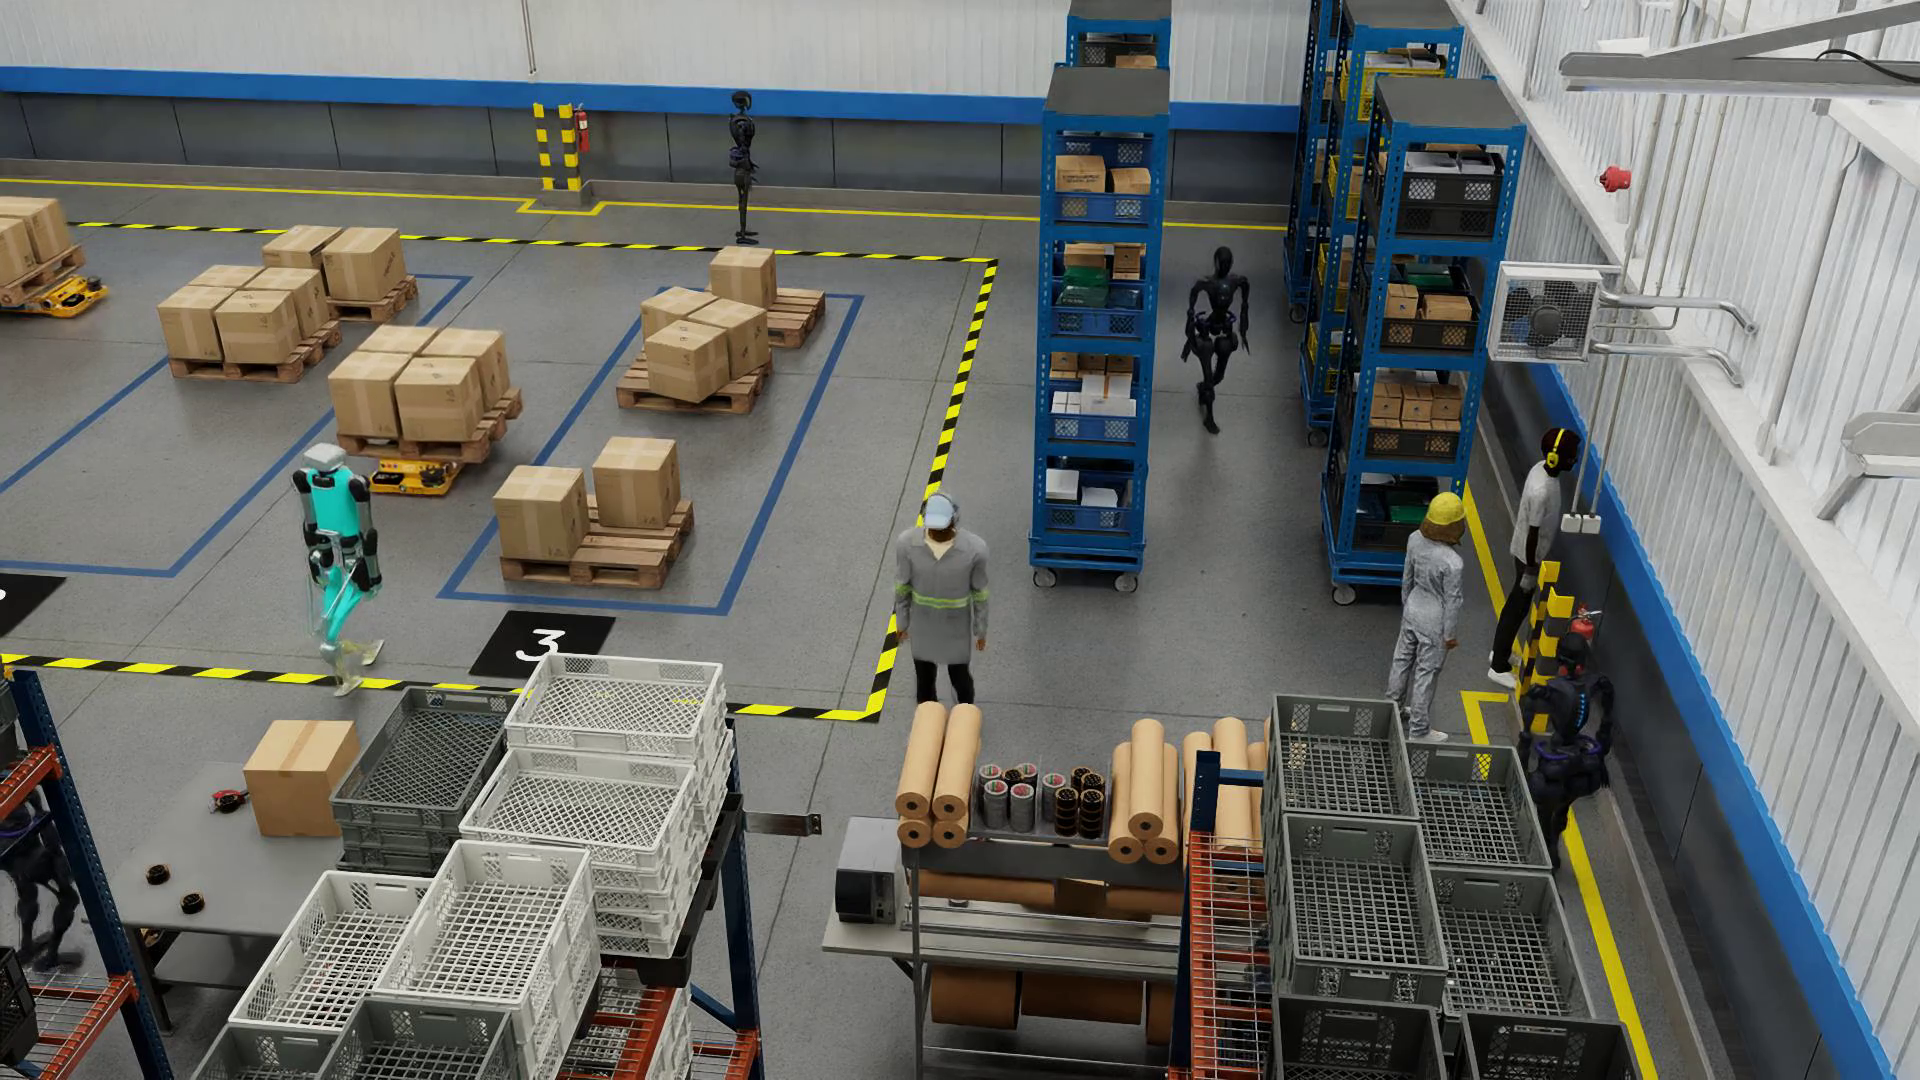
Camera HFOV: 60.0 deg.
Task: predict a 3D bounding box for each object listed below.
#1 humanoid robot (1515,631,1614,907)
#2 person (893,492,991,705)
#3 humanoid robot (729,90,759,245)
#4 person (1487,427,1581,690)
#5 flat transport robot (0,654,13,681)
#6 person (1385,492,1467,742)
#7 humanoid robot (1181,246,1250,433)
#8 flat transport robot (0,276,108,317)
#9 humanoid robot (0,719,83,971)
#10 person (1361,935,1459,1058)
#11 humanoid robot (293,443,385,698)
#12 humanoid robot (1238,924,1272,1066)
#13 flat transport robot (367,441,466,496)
[{"bbox_3d":[3.302,1.242,9.153,0.616,1.639,0.533,-6,31,-11],"label":"humanoid robot"},{"bbox_3d":[-0.120,0.516,10.232,0.616,1.837,0.617,5,31,9],"label":"person"},{"bbox_3d":[-2.378,-4.125,18.341,0.315,1.659,0.599,-2,30,-4],"label":"humanoid robot"},{"bbox_3d":[3.763,0.104,10.903,0.315,1.869,0.521,11,32,19],"label":"person"},{"bbox_3d":[-7.142,0.969,11.010,1.431,0.231,0.659,3,30,6],"label":"flat transport robot"},{"bbox_3d":[2.935,0.481,10.378,0.287,1.746,0.486,-13,33,-22],"label":"person"},{"bbox_3d":[2.199,-1.800,14.419,0.611,1.645,0.739,-6,31,-11],"label":"humanoid robot"},{"bbox_3d":[-9.570,-2.523,16.980,1.431,0.197,0.652,3,30,6],"label":"flat transport robot"},{"bbox_3d":[-4.873,1.553,8.603,0.593,1.643,0.356,16,34,25],"label":"humanoid robot"},{"bbox_3d":[1.839,2.236,7.286,0.603,1.820,0.590,-13,32,-20],"label":"person"},{"bbox_3d":[-4.059,0.279,10.745,0.536,1.763,0.922,9,31,15],"label":"humanoid robot"},{"bbox_3d":[1.297,2.334,7.266,0.518,1.651,0.600,-9,31,-15],"label":"humanoid robot"},{"bbox_3d":[-4.426,-0.808,14.033,0.652,0.197,1.431,3,30,6],"label":"flat transport robot"}]
